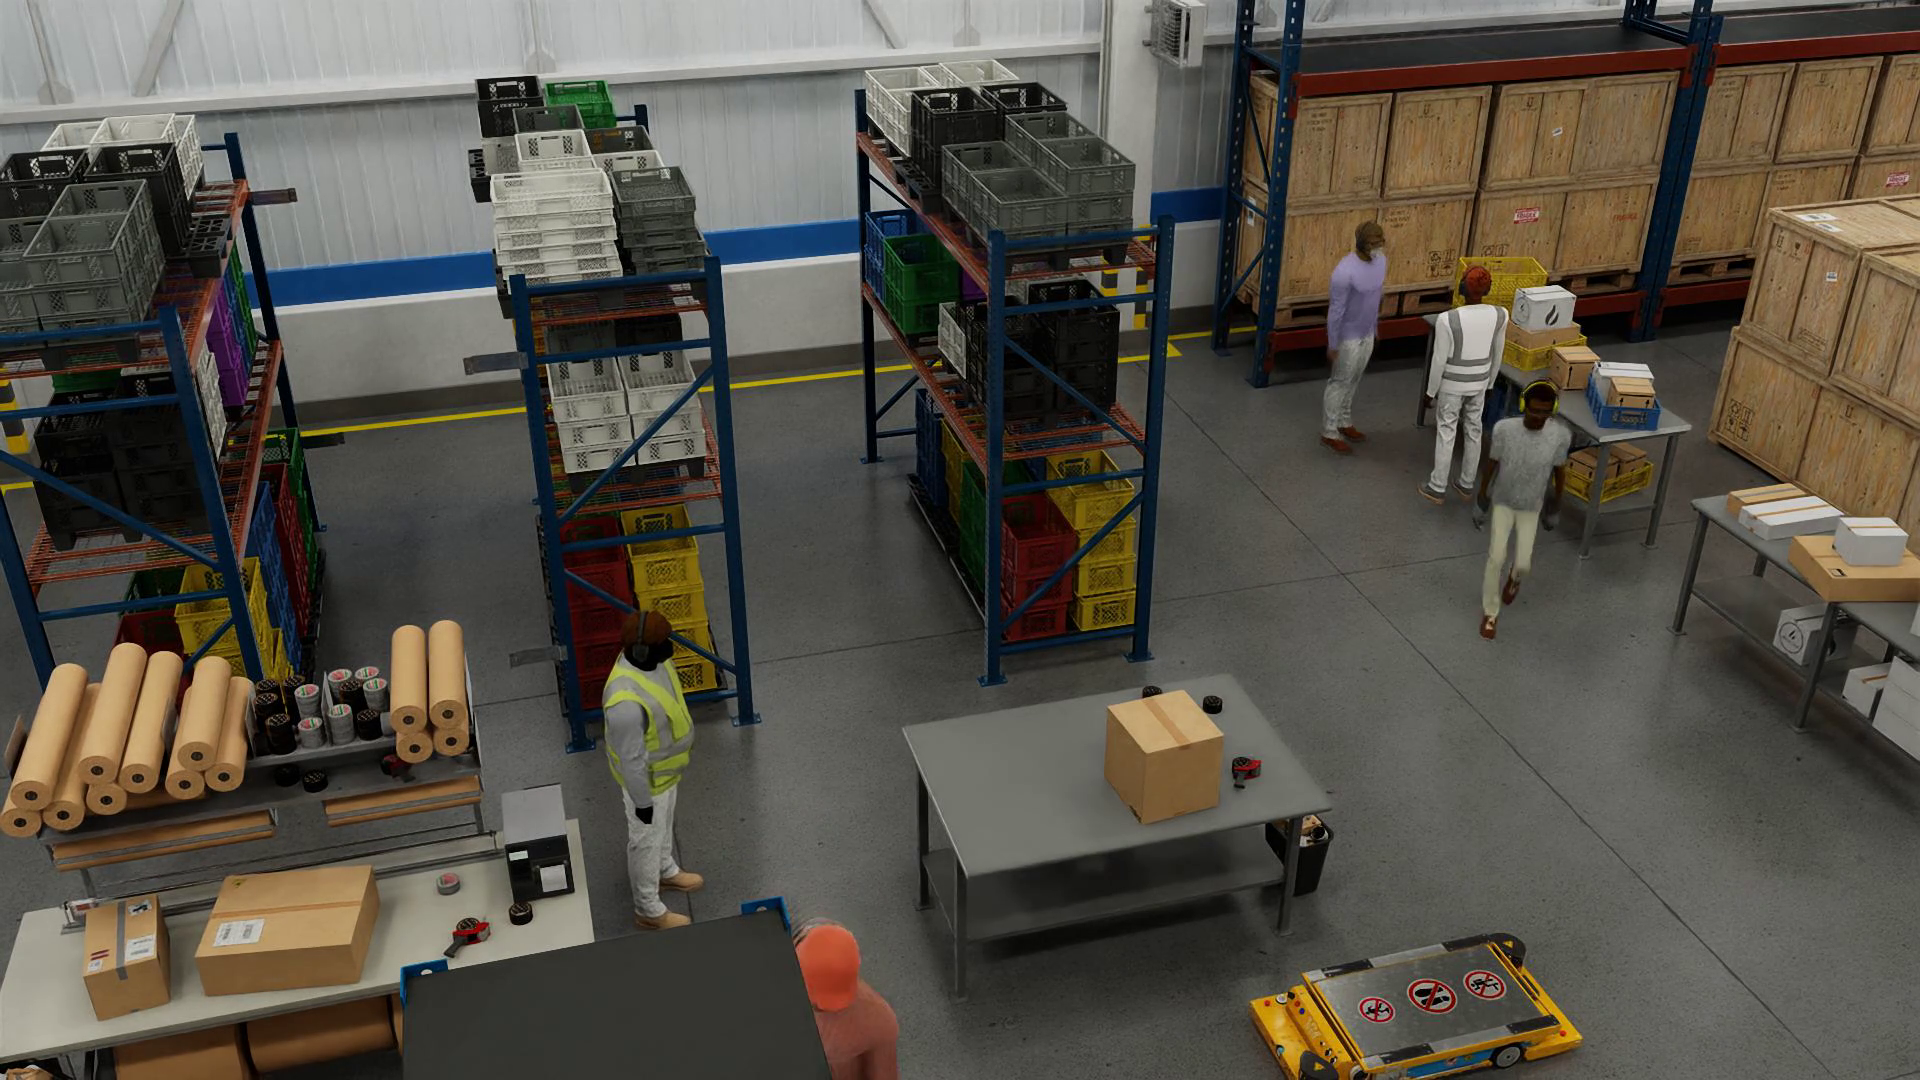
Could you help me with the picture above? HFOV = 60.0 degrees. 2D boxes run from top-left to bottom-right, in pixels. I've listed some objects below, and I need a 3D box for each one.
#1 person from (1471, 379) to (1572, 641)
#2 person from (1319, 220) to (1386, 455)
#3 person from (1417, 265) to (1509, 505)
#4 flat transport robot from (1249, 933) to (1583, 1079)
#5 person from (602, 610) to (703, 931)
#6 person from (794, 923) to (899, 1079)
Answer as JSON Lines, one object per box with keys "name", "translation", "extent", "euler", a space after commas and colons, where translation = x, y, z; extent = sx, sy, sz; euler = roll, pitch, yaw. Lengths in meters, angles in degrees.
{"name": "person", "translation": [3.670, -0.247, 10.965], "extent": [0.541, 1.847, 0.545], "euler": [9, 30, 16]}
{"name": "person", "translation": [3.179, -1.655, 13.429], "extent": [0.368, 1.935, 0.636], "euler": [26, 38, 38]}
{"name": "person", "translation": [3.796, -1.167, 12.596], "extent": [0.574, 1.883, 0.361], "euler": [-6, 29, -10]}
{"name": "flat transport robot", "translation": [2.184, 2.282, 7.980], "extent": [1.431, 0.197, 0.652], "euler": [-8, 30, -14]}
{"name": "person", "translation": [-1.549, 1.155, 8.425], "extent": [0.430, 1.836, 0.630], "euler": [2, 29, 3]}
{"name": "person", "translation": [-0.501, 2.178, 6.437], "extent": [0.641, 1.947, 0.556], "euler": [10, 30, 18]}
